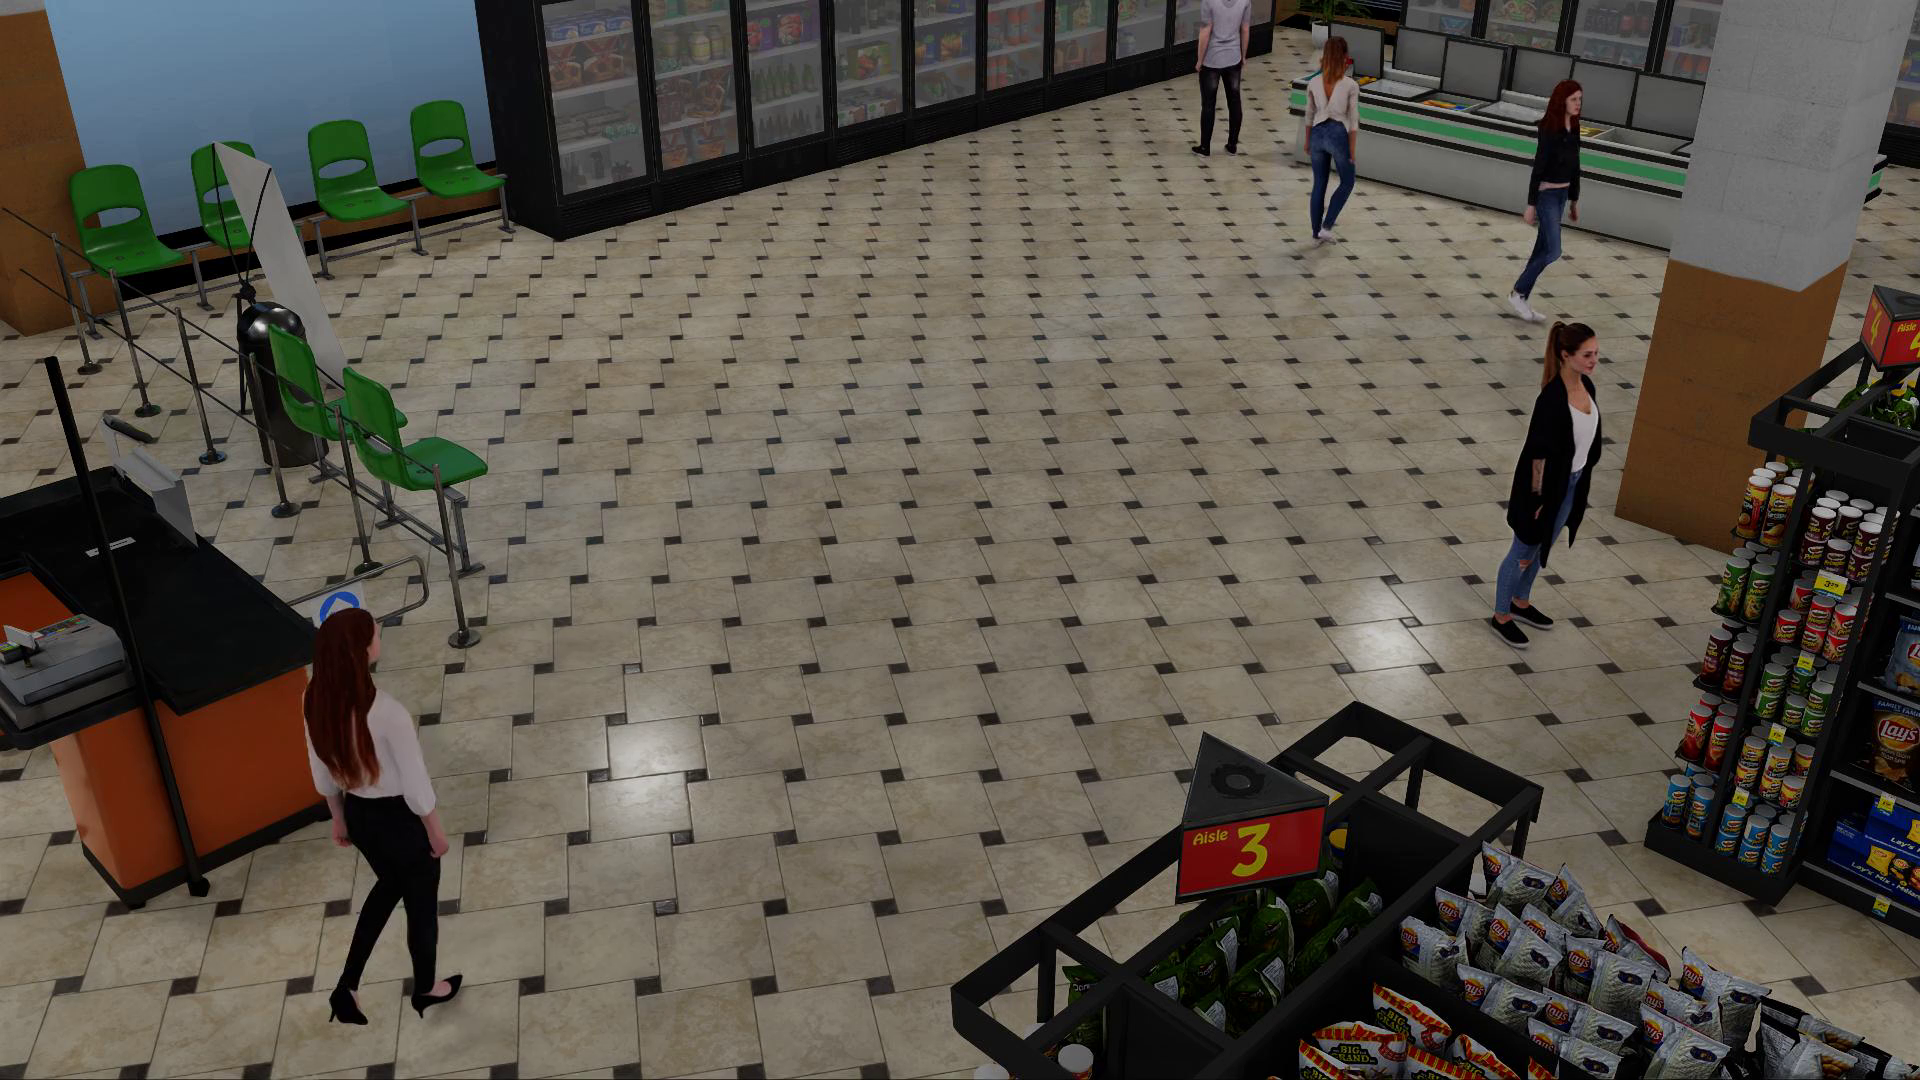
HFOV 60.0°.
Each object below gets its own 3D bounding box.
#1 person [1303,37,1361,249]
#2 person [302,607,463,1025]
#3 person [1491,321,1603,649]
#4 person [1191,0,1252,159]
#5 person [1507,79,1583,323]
[{"bbox_3d":[2.974,-3.181,13.475,0.634,1.718,0.749,18,33,30],"label":"person"},{"bbox_3d":[-2.018,1.041,5.711,0.815,1.747,0.800,14,31,23],"label":"person"},{"bbox_3d":[2.895,-0.279,8.198,0.630,1.683,0.555,-24,37,-36],"label":"person"},{"bbox_3d":[2.509,-4.617,15.982,0.759,1.836,0.774,-6,29,-11],"label":"person"},{"bbox_3d":[4.209,-2.460,12.092,0.584,1.778,0.613,-22,36,-35],"label":"person"}]
